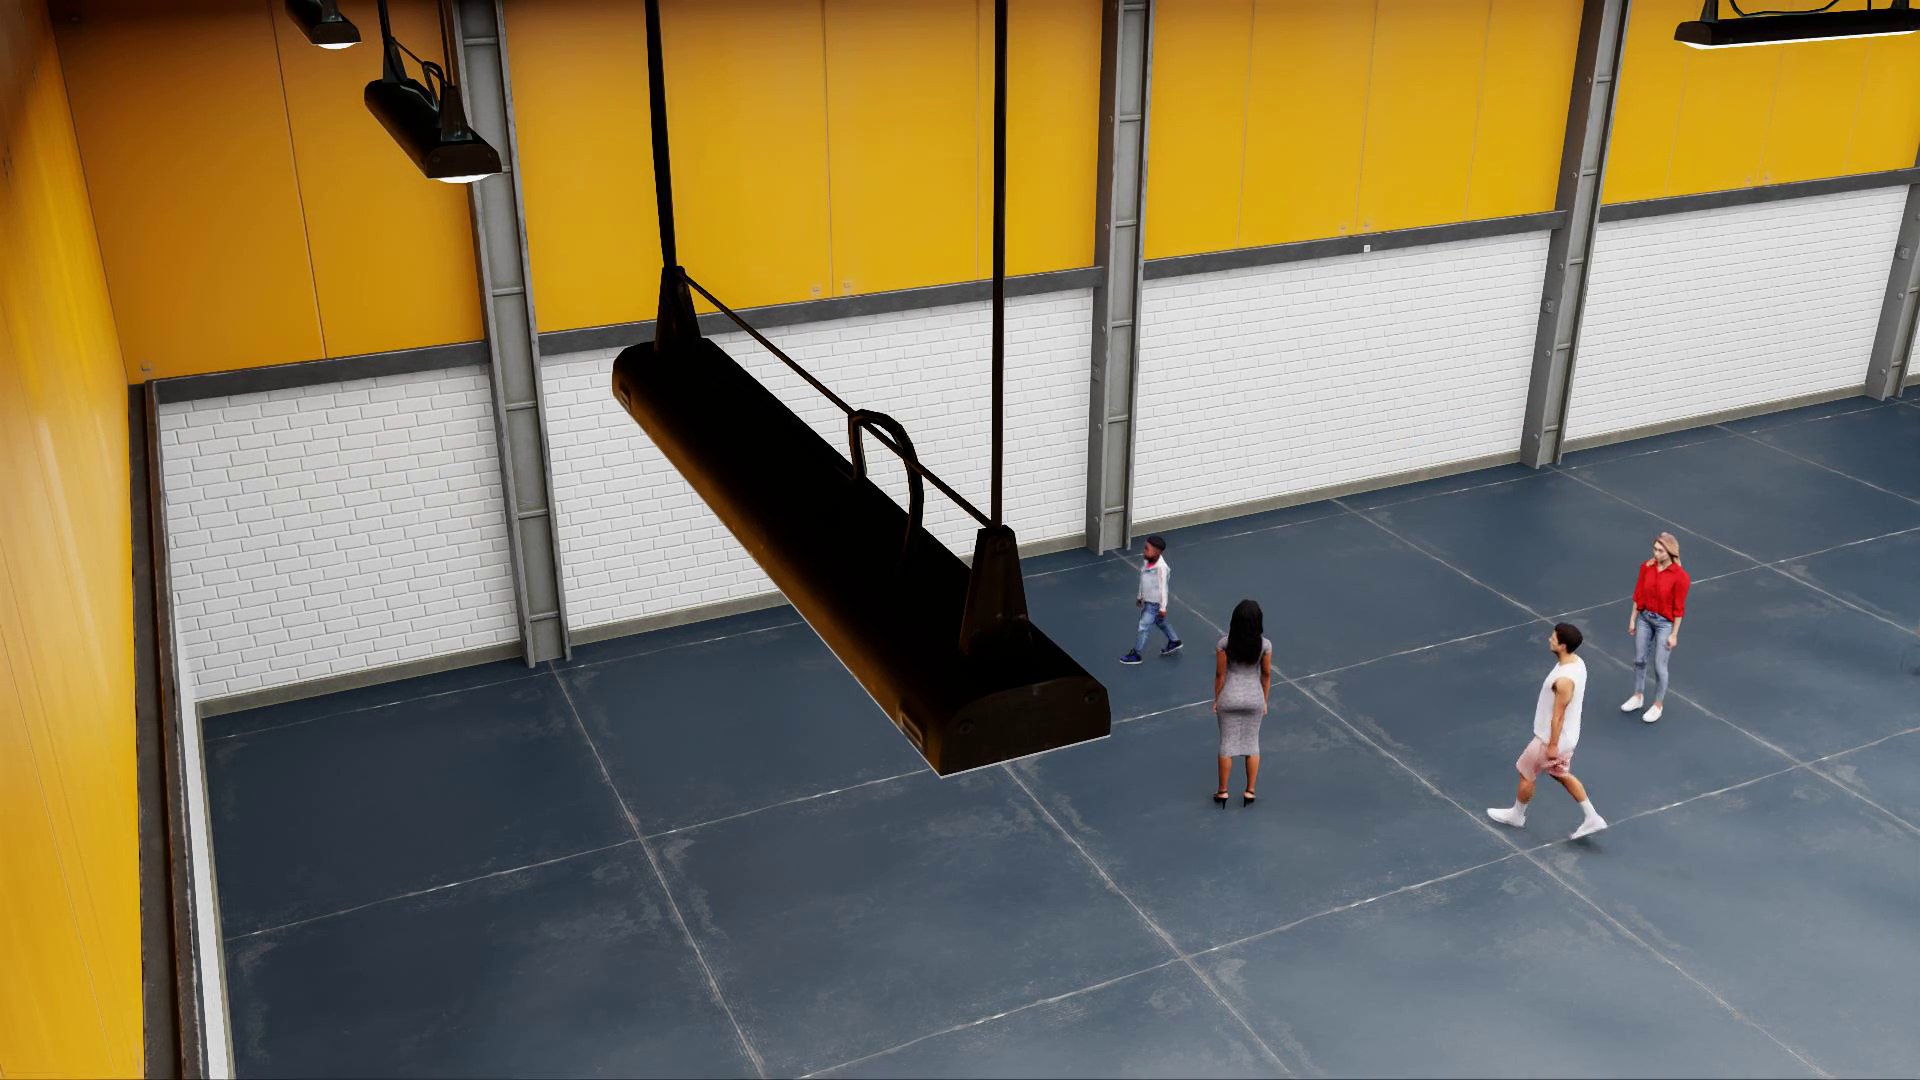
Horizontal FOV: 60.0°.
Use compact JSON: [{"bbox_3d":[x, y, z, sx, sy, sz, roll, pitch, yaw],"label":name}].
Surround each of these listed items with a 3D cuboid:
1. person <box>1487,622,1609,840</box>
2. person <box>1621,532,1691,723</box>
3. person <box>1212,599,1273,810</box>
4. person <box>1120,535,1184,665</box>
[{"bbox_3d":[4.548,1.472,12.432,1.080,1.758,1.144,15,28,31],"label":"person"},{"bbox_3d":[5.959,0.727,14.211,0.606,1.699,0.672,-18,29,-35],"label":"person"},{"bbox_3d":[2.174,1.273,12.858,0.606,1.781,0.719,2,24,3],"label":"person"},{"bbox_3d":[1.839,0.535,15.228,0.901,1.236,0.564,-6,24,-14],"label":"person"}]
